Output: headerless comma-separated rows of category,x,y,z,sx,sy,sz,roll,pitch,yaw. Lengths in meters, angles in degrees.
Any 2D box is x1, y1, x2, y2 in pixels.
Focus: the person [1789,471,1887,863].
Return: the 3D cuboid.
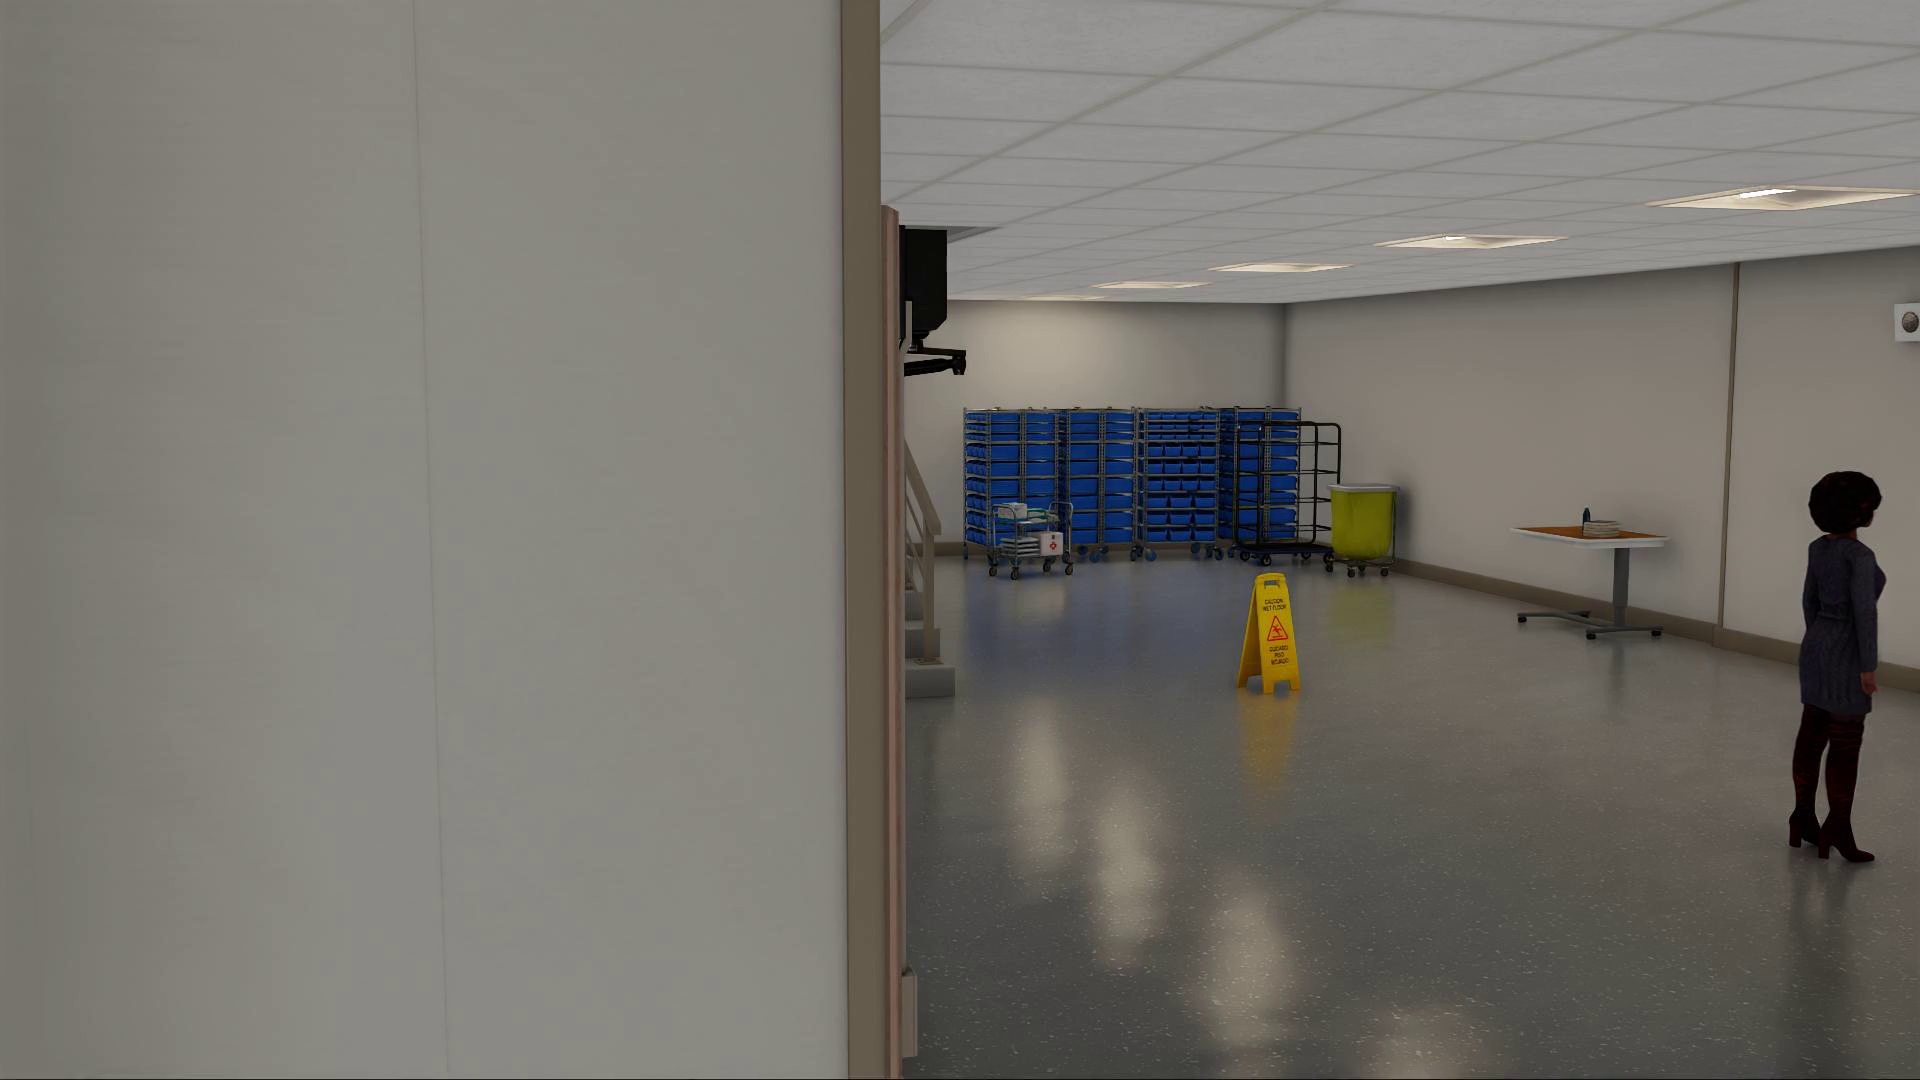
person,3.892,0.547,7.387,0.672,1.710,0.502,0,6,-4
